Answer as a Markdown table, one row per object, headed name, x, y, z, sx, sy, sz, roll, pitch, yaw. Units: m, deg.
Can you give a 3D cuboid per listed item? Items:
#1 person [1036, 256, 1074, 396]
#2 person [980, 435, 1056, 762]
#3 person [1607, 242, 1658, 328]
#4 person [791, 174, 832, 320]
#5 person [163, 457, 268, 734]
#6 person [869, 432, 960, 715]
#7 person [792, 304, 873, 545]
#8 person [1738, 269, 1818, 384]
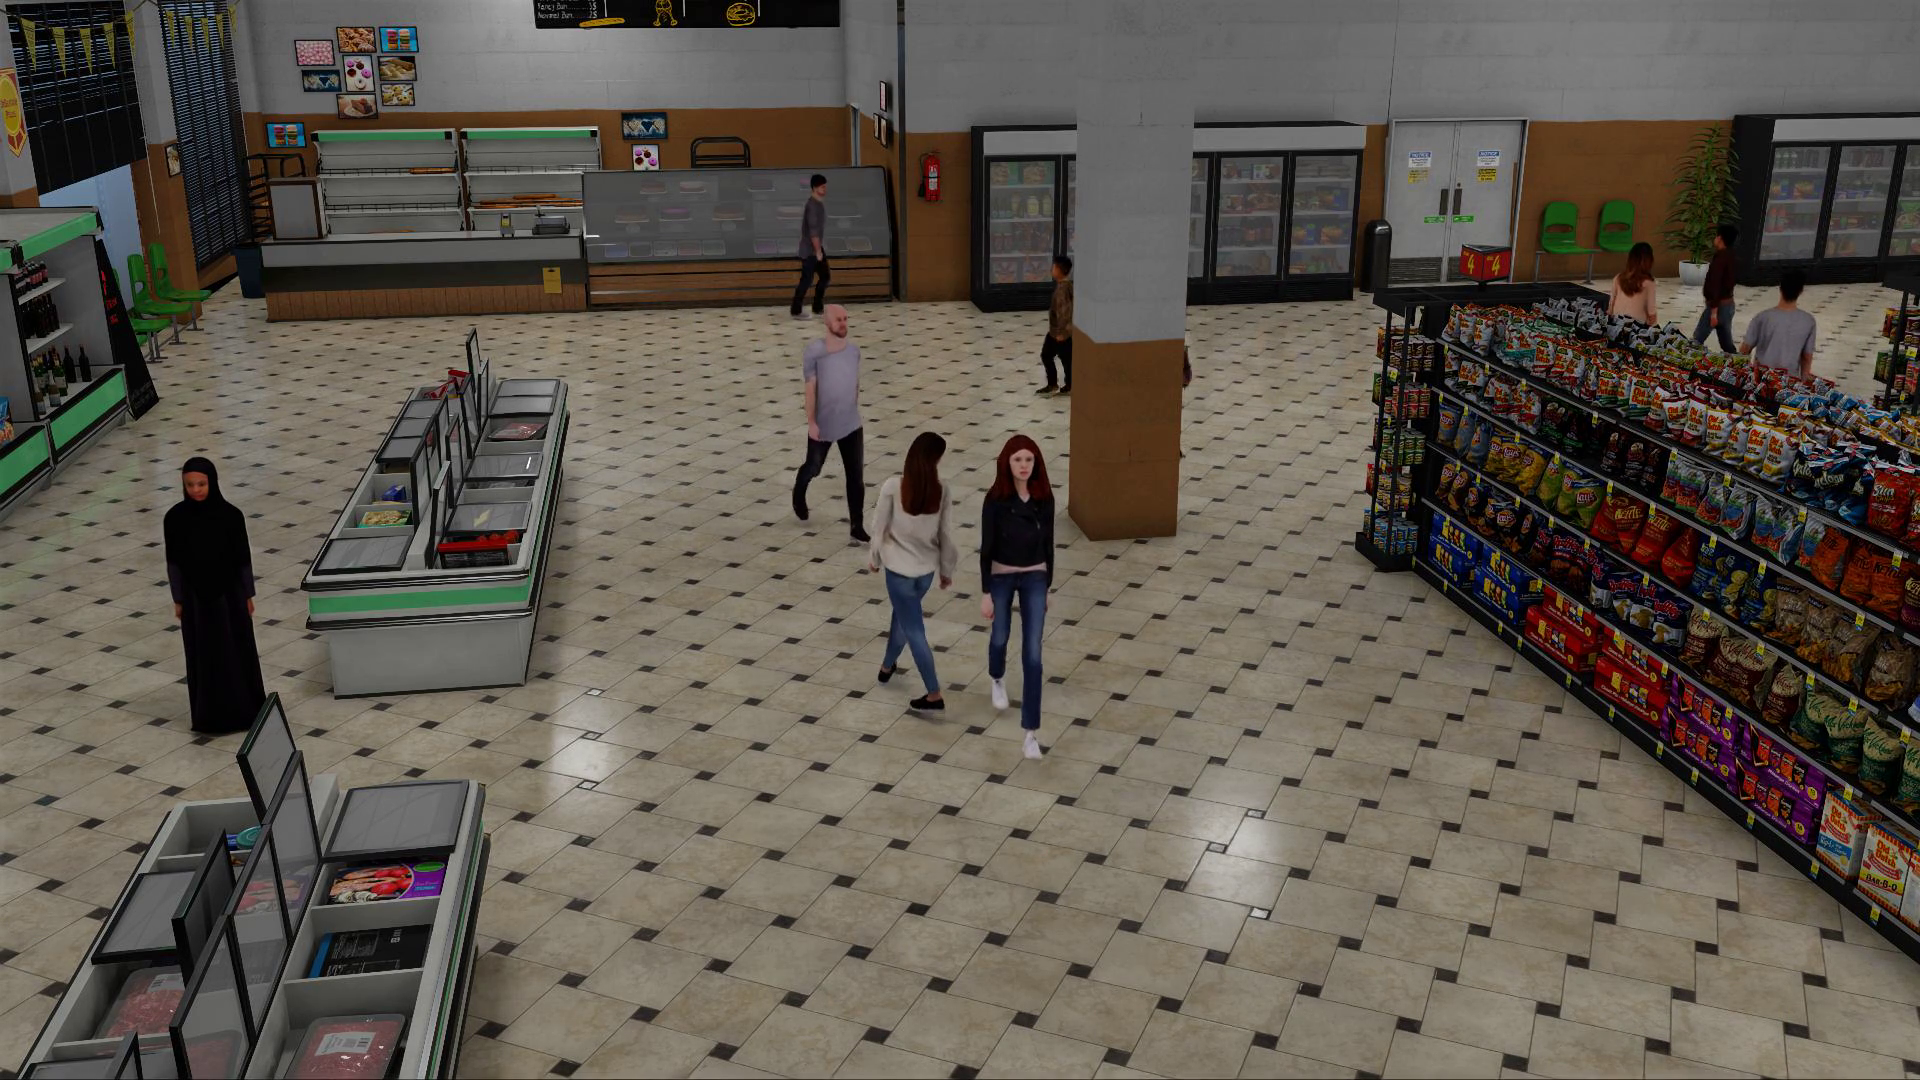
| name | x | y | z | sx | sy | sz | roll | pitch | yaw |
| --- | --- | --- | --- | --- | --- | --- | --- | --- | --- |
| person | 1.109 | -2.177 | 17.087 | 0.799 | 1.443 | 0.735 | 6 | 20 | 18 |
| person | 0.291 | 0.276 | 9.355 | 0.640 | 1.735 | 1.279 | -2 | 19 | -6 |
| person | 6.288 | -1.891 | 15.784 | 1.056 | 1.732 | 1.188 | -14 | 23 | -36 |
| person | -1.937 | -3.674 | 20.946 | 0.864 | 1.813 | 0.807 | -1 | 19 | -3 |
| person | -4.242 | 0.303 | 9.462 | 0.604 | 1.614 | 0.589 | -4 | 19 | -13 |
| person | -0.241 | 0.231 | 9.637 | 0.807 | 1.638 | 1.086 | -11 | 22 | -30 |
| person | -1.014 | -0.897 | 12.721 | 0.947 | 1.806 | 1.294 | -11 | 21 | -29 |
| person | 6.716 | -1.243 | 13.679 | 0.875 | 1.850 | 1.128 | 1 | 19 | 4 |
